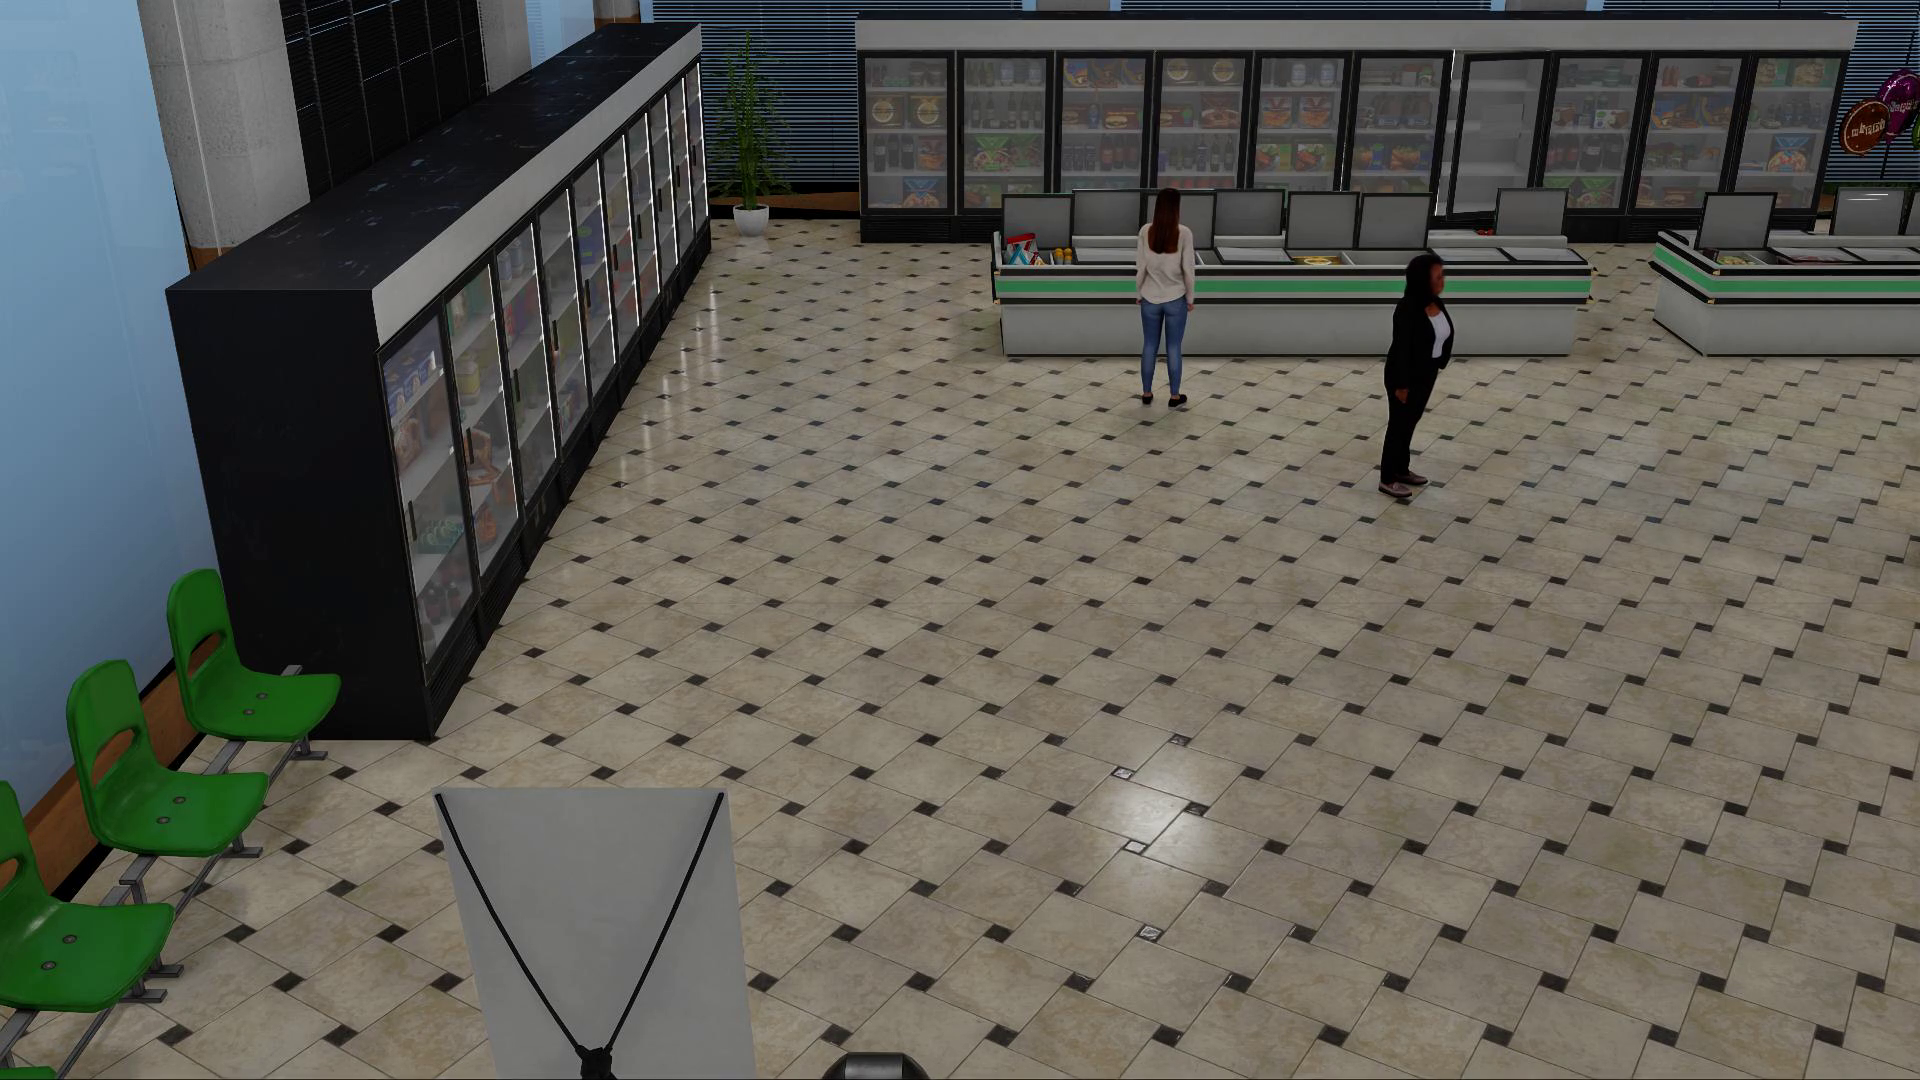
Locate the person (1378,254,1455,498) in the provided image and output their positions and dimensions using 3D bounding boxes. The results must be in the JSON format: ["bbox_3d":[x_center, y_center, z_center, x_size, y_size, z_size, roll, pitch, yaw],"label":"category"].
[{"bbox_3d":[3.001,-1.100,11.062,0.808,1.615,0.770,16,28,33],"label":"person"}]

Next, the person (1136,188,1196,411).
[{"bbox_3d":[1.558,-1.829,12.635,0.611,1.691,0.749,9,25,19],"label":"person"}]
